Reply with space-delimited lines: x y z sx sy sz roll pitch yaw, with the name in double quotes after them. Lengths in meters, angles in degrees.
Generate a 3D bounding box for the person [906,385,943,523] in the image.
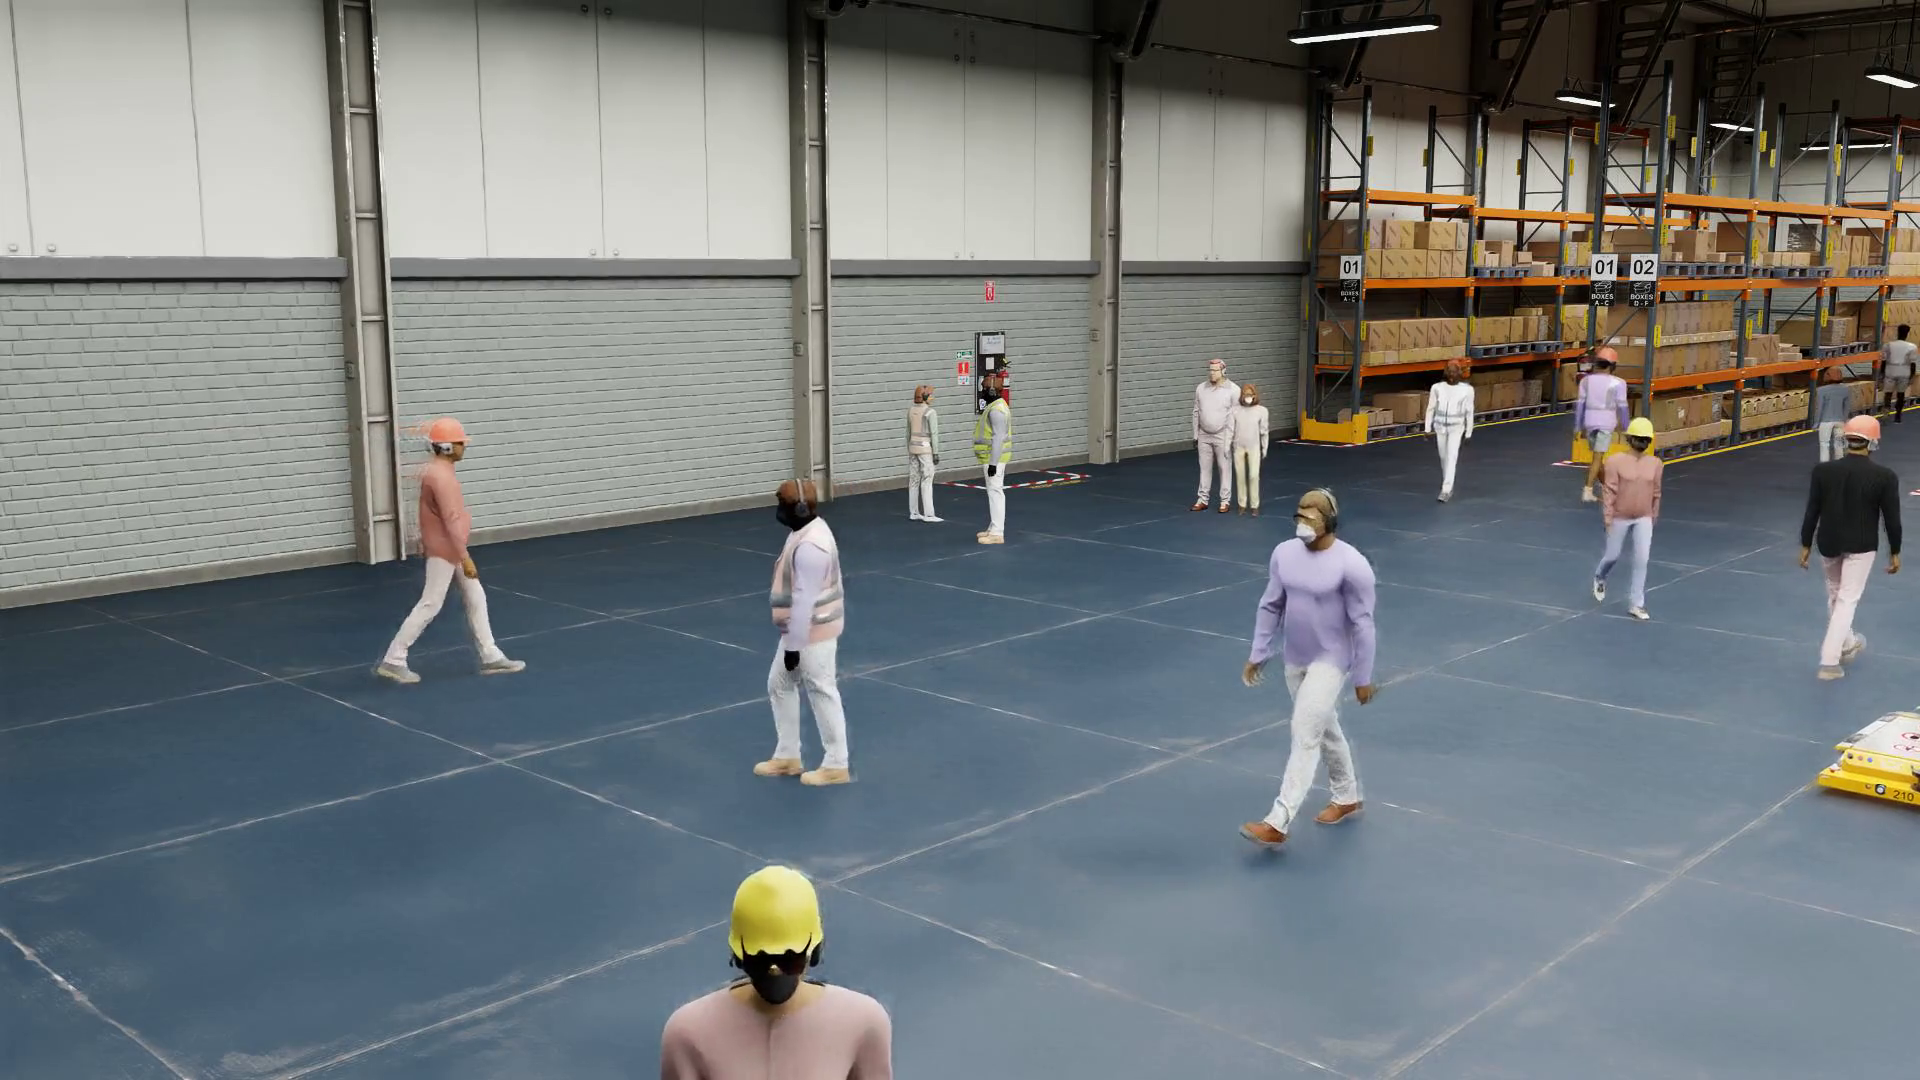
-0.443 -1.025 19.833 0.314 1.635 0.514 -8 12 -41 "person"

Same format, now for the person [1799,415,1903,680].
6.692 0.035 12.447 1.040 1.933 0.651 -7 12 -38 "person"

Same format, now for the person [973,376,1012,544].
0.353 -0.882 18.335 0.429 1.842 0.633 0 9 0 "person"

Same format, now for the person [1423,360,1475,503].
6.378 -1.426 21.684 0.576 1.836 0.989 6 11 33 "person"

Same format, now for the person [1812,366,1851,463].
12.391 -1.654 23.671 0.501 1.633 0.281 -1 9 -4 "person"

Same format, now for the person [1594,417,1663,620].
5.851 -0.220 14.575 0.525 1.747 0.697 0 9 1 "person"

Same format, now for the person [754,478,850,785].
-0.967 0.546 9.702 0.703 1.813 0.654 -1 9 -8 "person"

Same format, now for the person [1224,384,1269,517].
3.471 -1.078 20.226 0.514 1.610 0.684 3 10 16 "person"

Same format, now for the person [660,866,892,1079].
-0.404 1.574 3.681 0.525 1.737 0.786 0 9 -2 "person"

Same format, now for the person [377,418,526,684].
-3.794 0.081 12.171 1.028 1.950 0.614 -2 10 -13 "person"

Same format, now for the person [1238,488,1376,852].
1.834 0.666 8.777 1.027 1.885 0.638 -6 11 -32 "person"

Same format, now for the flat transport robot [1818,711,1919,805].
5.701 1.286 9.895 0.652 0.197 1.431 9 13 44 "flat transport robot"

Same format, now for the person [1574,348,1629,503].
8.369 -1.491 21.620 1.062 1.980 0.632 -8 12 -41 "person"

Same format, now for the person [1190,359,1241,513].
3.162 -1.285 20.593 0.642 1.910 0.401 6 11 34 "person"

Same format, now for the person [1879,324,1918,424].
18.138 -3.205 32.163 0.627 1.945 0.470 7 12 37 "person"
